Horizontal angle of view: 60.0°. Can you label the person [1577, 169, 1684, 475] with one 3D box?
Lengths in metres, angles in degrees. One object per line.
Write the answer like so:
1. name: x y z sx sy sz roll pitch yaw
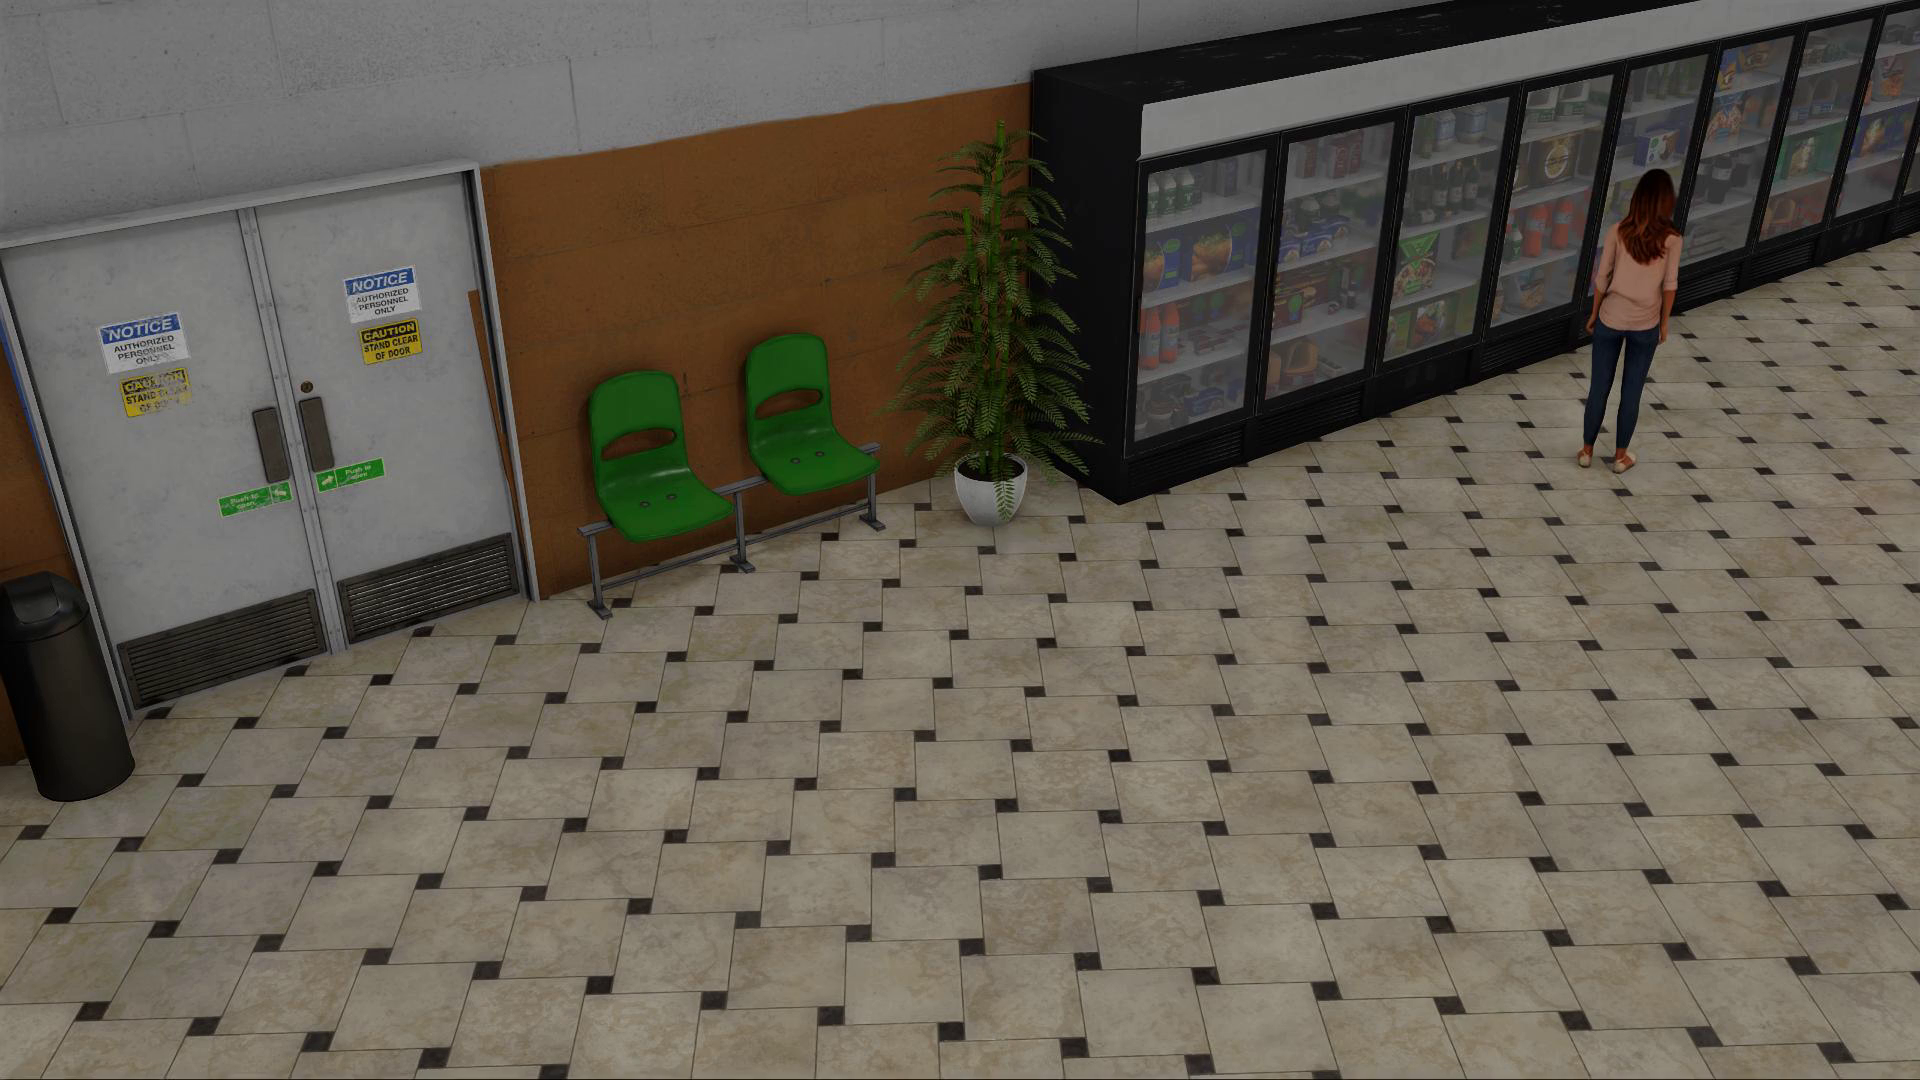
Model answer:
1. person: 3.856 -1.250 9.606 0.616 1.789 0.734 13 31 23
